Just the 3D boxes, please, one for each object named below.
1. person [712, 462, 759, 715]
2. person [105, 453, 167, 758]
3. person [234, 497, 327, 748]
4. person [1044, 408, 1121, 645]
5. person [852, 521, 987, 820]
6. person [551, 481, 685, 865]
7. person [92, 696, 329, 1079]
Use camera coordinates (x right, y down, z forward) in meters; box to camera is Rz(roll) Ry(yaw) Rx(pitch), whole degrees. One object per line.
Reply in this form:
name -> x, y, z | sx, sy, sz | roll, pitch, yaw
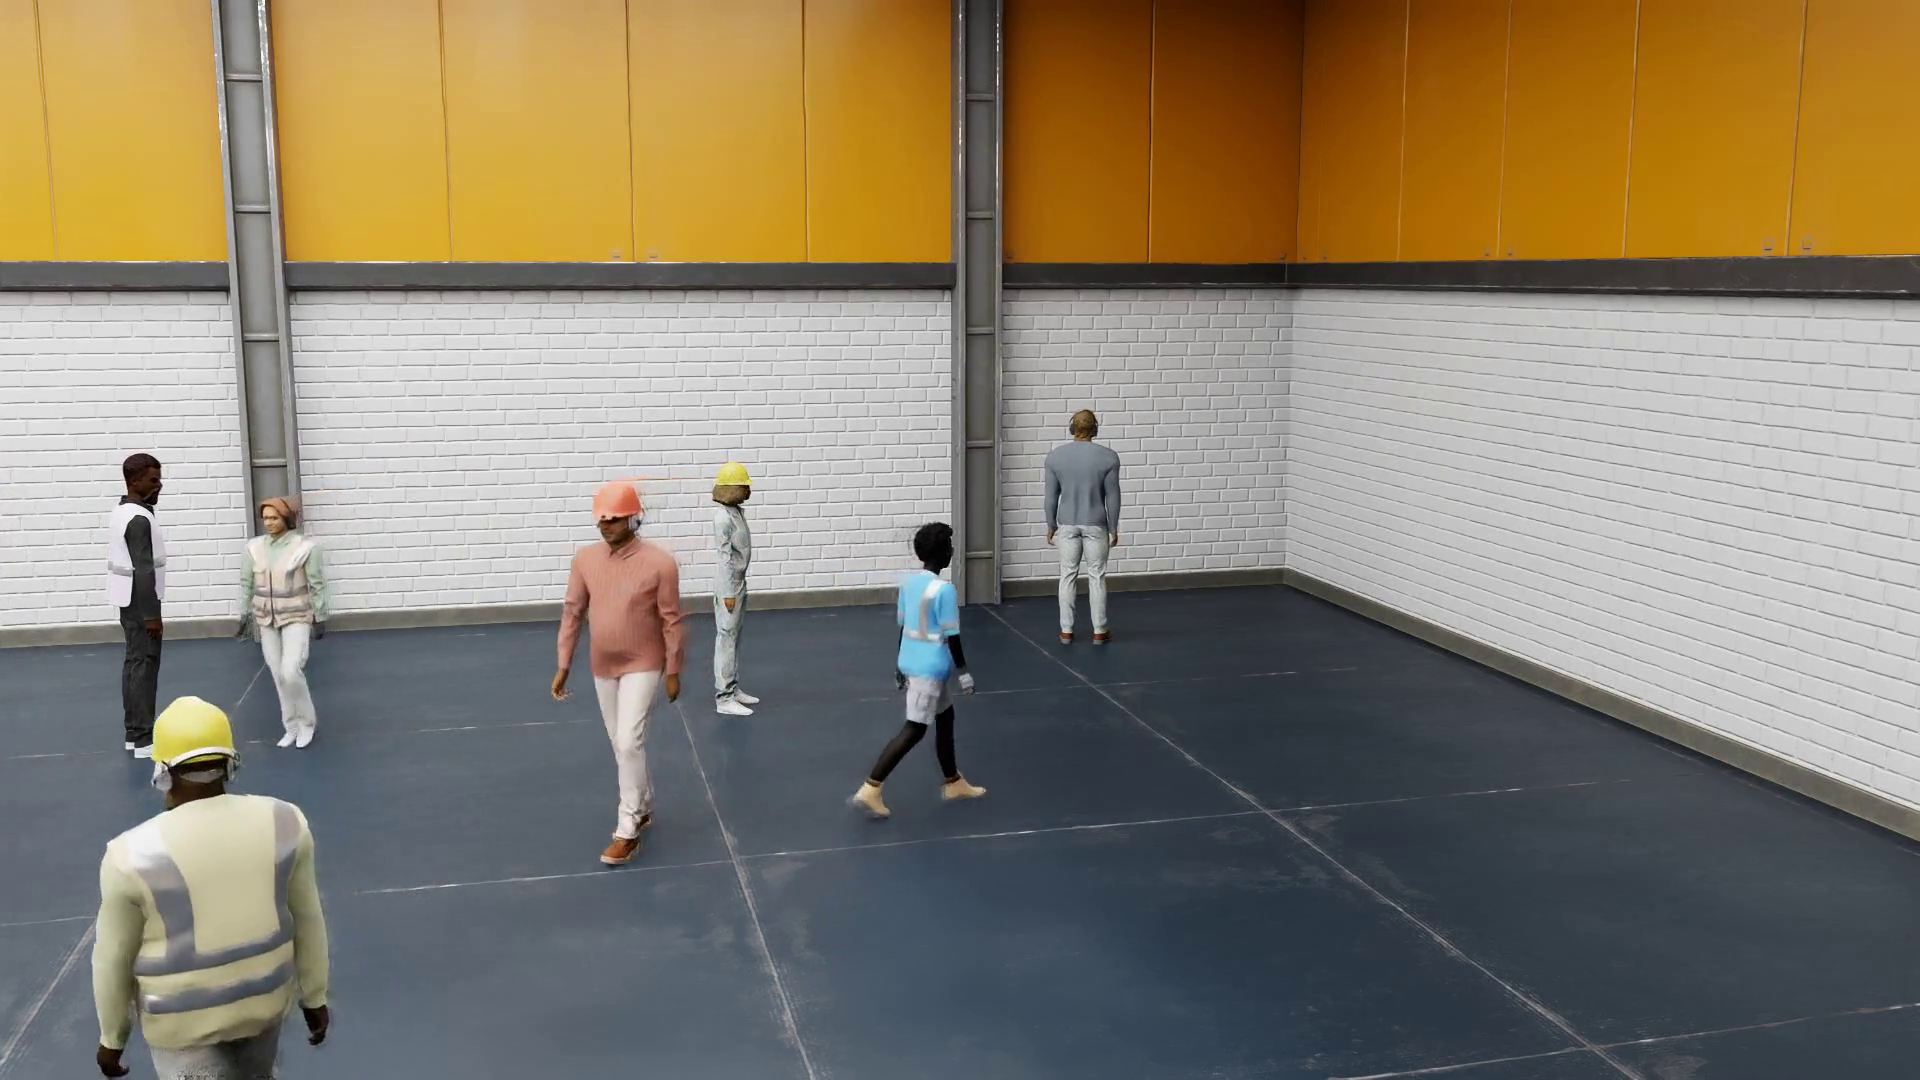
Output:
person -> -1.556, 0.329, 11.517 | 0.295, 1.744, 0.491 | 0, 9, 2
person -> -5.167, 0.410, 10.478 | 0.371, 1.913, 0.597 | -6, 11, -34
person -> -4.331, 0.536, 10.590 | 0.521, 1.624, 0.430 | 2, 9, 10
person -> 1.002, -0.106, 13.620 | 0.629, 1.940, 0.379 | 2, 9, 14
person -> -0.245, 0.723, 9.311 | 0.848, 1.663, 0.527 | -4, 10, -22
person -> -1.806, 0.678, 8.659 | 0.634, 1.964, 0.846 | 4, 10, 21
person -> -2.197, 1.357, 4.875 | 0.476, 1.812, 0.610 | 8, 12, 39
